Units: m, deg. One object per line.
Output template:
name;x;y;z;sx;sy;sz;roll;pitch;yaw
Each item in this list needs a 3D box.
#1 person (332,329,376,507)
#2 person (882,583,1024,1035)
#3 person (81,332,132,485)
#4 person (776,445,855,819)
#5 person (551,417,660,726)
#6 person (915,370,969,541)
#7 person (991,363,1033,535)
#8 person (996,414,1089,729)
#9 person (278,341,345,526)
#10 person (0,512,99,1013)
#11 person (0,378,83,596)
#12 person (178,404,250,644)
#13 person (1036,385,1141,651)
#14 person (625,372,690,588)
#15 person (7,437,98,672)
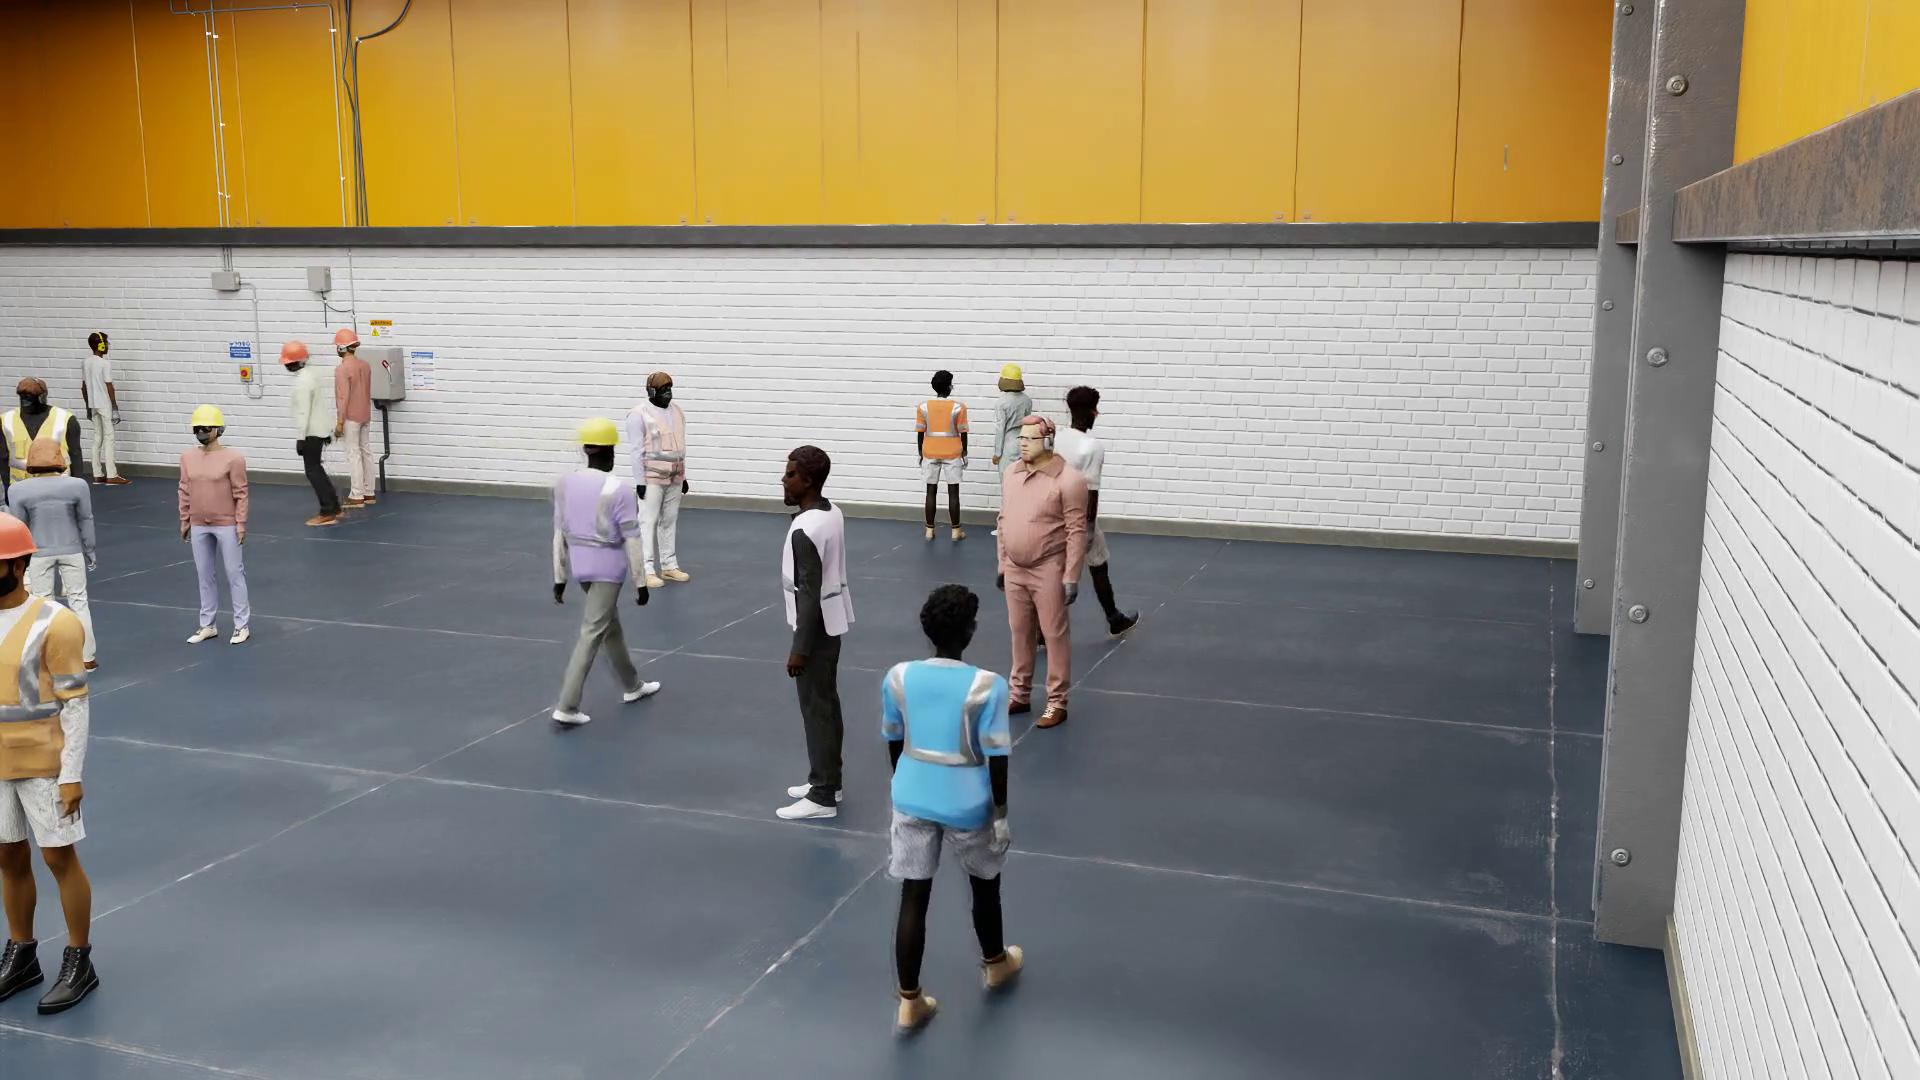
person;-6.796;-1.359;18.603;0.379;1.996;0.611;2;10;10
person;-0.011;0.981;6.341;0.564;1.661;0.798;4;11;23
person;-10.477;-1.603;20.333;0.537;1.869;0.312;5;11;25
person;-0.743;0.468;8.523;0.392;1.922;0.592;1;10;6
person;-2.225;0.179;10.279;0.603;1.876;1.019;6;12;31
person;-0.172;-0.834;16.477;0.540;1.698;0.317;2;10;9
person;0.515;-0.908;16.765;0.487;1.746;0.290;-10;14;-43
person;0.459;0.186;10.145;0.638;1.911;0.402;9;14;42
person;-6.780;-1.109;17.324;0.510;1.945;0.658;-3;10;-15
person;-3.587;0.846;6.346;0.542;1.938;0.358;2;10;12
person;-7.634;-0.433;13.838;0.624;1.838;0.430;-3;10;-16
person;-5.477;-0.112;12.217;0.525;1.772;0.301;1;10;6
person;0.893;-0.172;12.139;0.977;1.913;0.612;-10;14;-43
person;-2.574;-0.528;14.352;0.430;1.845;0.620;7;12;34
person;-6.152;0.117;11.309;0.507;1.631;0.272;-7;12;-33
